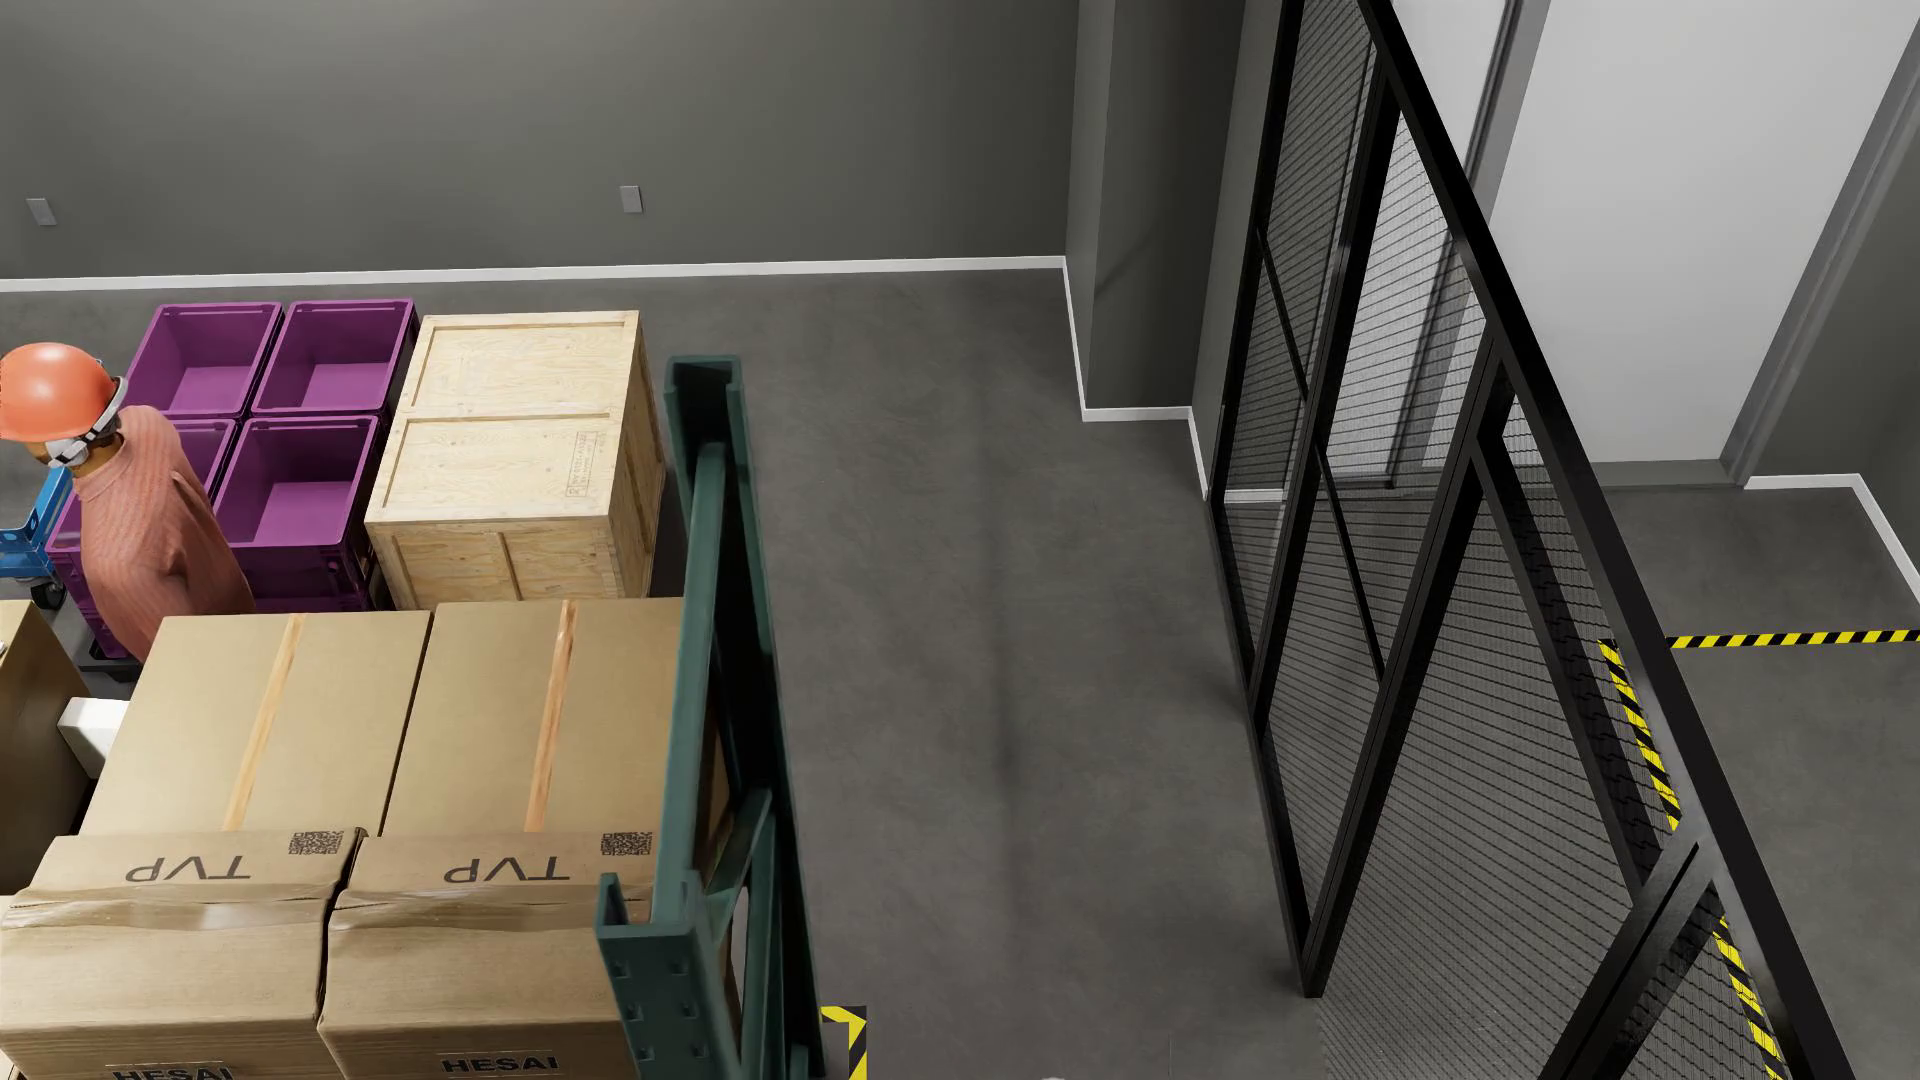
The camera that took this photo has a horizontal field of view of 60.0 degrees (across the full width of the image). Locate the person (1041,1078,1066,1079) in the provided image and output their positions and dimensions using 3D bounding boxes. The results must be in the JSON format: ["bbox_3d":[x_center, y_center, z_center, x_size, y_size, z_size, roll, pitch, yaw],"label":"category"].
[{"bbox_3d":[0.142,1.562,3.346,0.587,1.821,0.404,-9,47,-9],"label":"person"}]

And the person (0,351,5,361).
[{"bbox_3d":[-4.038,-1.266,5.966,0.372,1.940,0.631,-4,46,-3],"label":"person"}]

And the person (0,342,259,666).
[{"bbox_3d":[-2.067,0.265,4.465,0.396,1.993,0.618,-11,47,-11],"label":"person"}]
